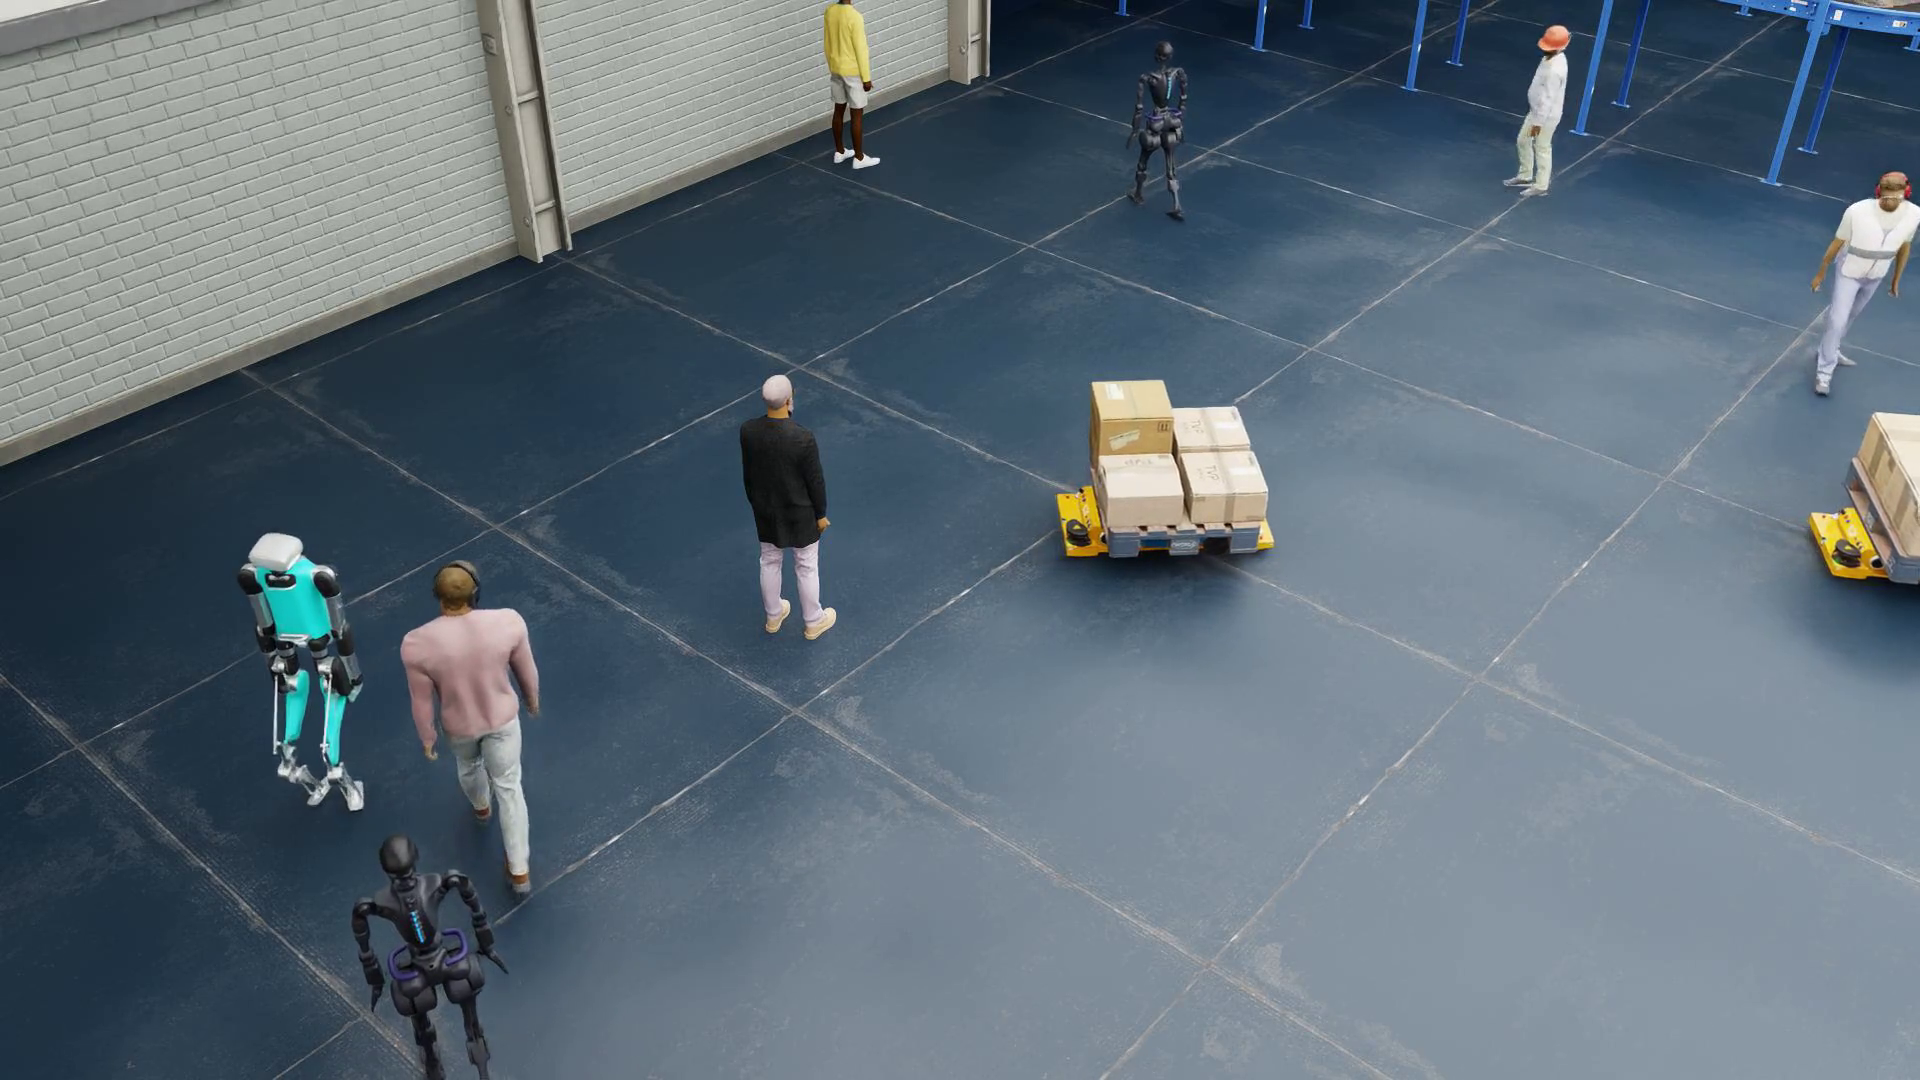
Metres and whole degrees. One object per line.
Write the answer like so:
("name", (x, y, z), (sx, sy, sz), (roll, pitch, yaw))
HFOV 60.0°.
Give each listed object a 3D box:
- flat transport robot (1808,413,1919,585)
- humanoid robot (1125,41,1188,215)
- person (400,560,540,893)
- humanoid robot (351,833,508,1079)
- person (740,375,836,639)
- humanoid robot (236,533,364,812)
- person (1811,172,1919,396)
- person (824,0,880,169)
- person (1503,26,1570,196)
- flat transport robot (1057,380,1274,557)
("flat transport robot", (6.623, 0.054, 11.312), (1.431, 0.231, 0.659), (5, 36, 8))
("humanoid robot", (1.883, -3.864, 15.642), (0.602, 1.638, 0.762), (-15, 38, -20))
("person", (-2.497, 0.936, 8.690), (0.649, 1.888, 1.009), (-13, 37, -17))
("humanoid robot", (-2.367, 1.927, 7.483), (0.608, 1.642, 0.603), (-16, 38, -21))
("person", (-1.070, -0.183, 10.277), (0.530, 1.856, 0.405), (11, 37, 15))
("humanoid robot", (-3.539, 0.826, 8.926), (0.543, 1.749, 0.659), (3, 36, 5))
("person", (7.008, -2.033, 12.931), (0.607, 1.797, 0.694), (-1, 35, -2))
("person", (-1.105, -4.639, 16.496), (0.543, 1.901, 0.374), (27, 44, 33))
("person", (5.561, -4.084, 15.873), (0.478, 1.717, 0.591), (2, 36, 3))
("flat transport robot", (1.423, -0.166, 11.621), (1.431, 0.231, 0.659), (-2, 36, -3))
